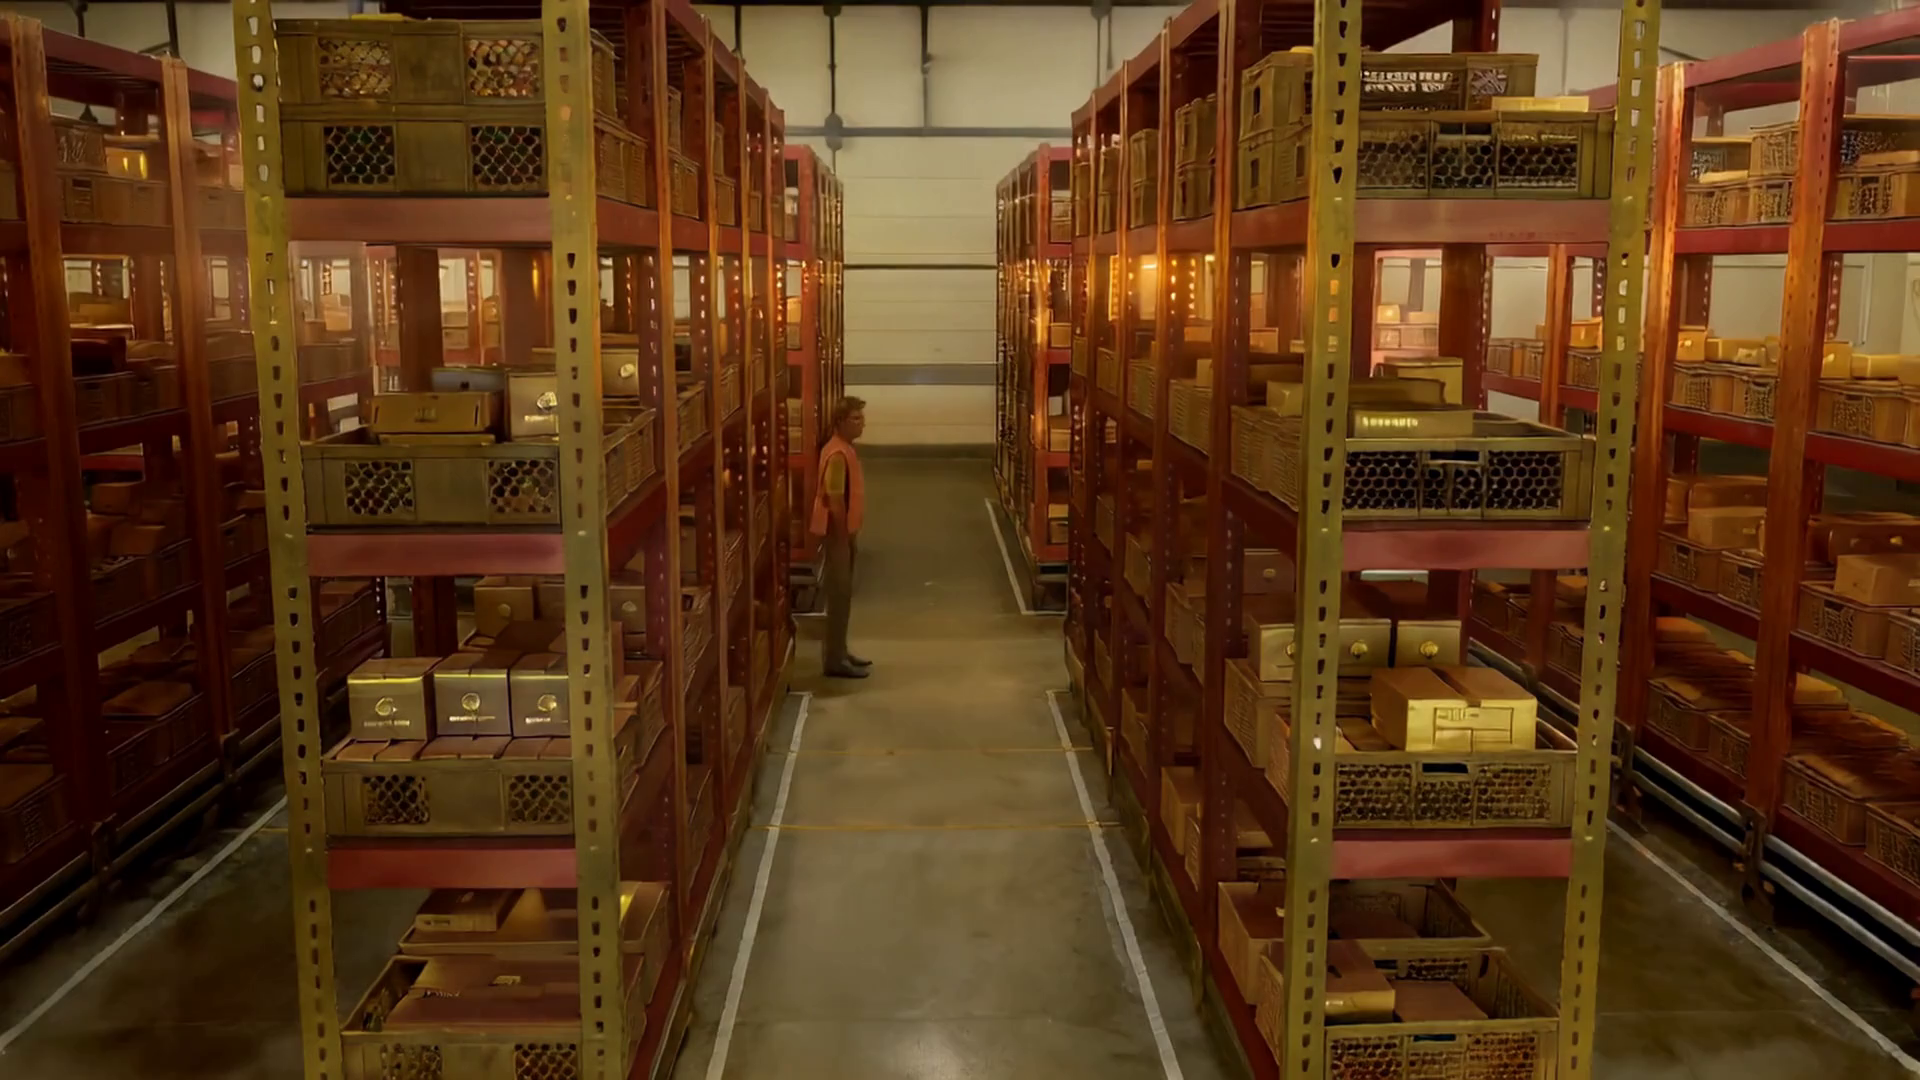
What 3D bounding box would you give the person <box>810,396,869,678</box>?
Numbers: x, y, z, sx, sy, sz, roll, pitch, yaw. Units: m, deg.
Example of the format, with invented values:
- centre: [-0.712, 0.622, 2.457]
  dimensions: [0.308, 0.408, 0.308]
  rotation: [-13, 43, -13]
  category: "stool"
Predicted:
- centre: [-0.796, -0.026, 10.954]
  dimensions: [0.373, 1.841, 0.569]
  rotation: [-1, 9, -3]
  category: "person"
